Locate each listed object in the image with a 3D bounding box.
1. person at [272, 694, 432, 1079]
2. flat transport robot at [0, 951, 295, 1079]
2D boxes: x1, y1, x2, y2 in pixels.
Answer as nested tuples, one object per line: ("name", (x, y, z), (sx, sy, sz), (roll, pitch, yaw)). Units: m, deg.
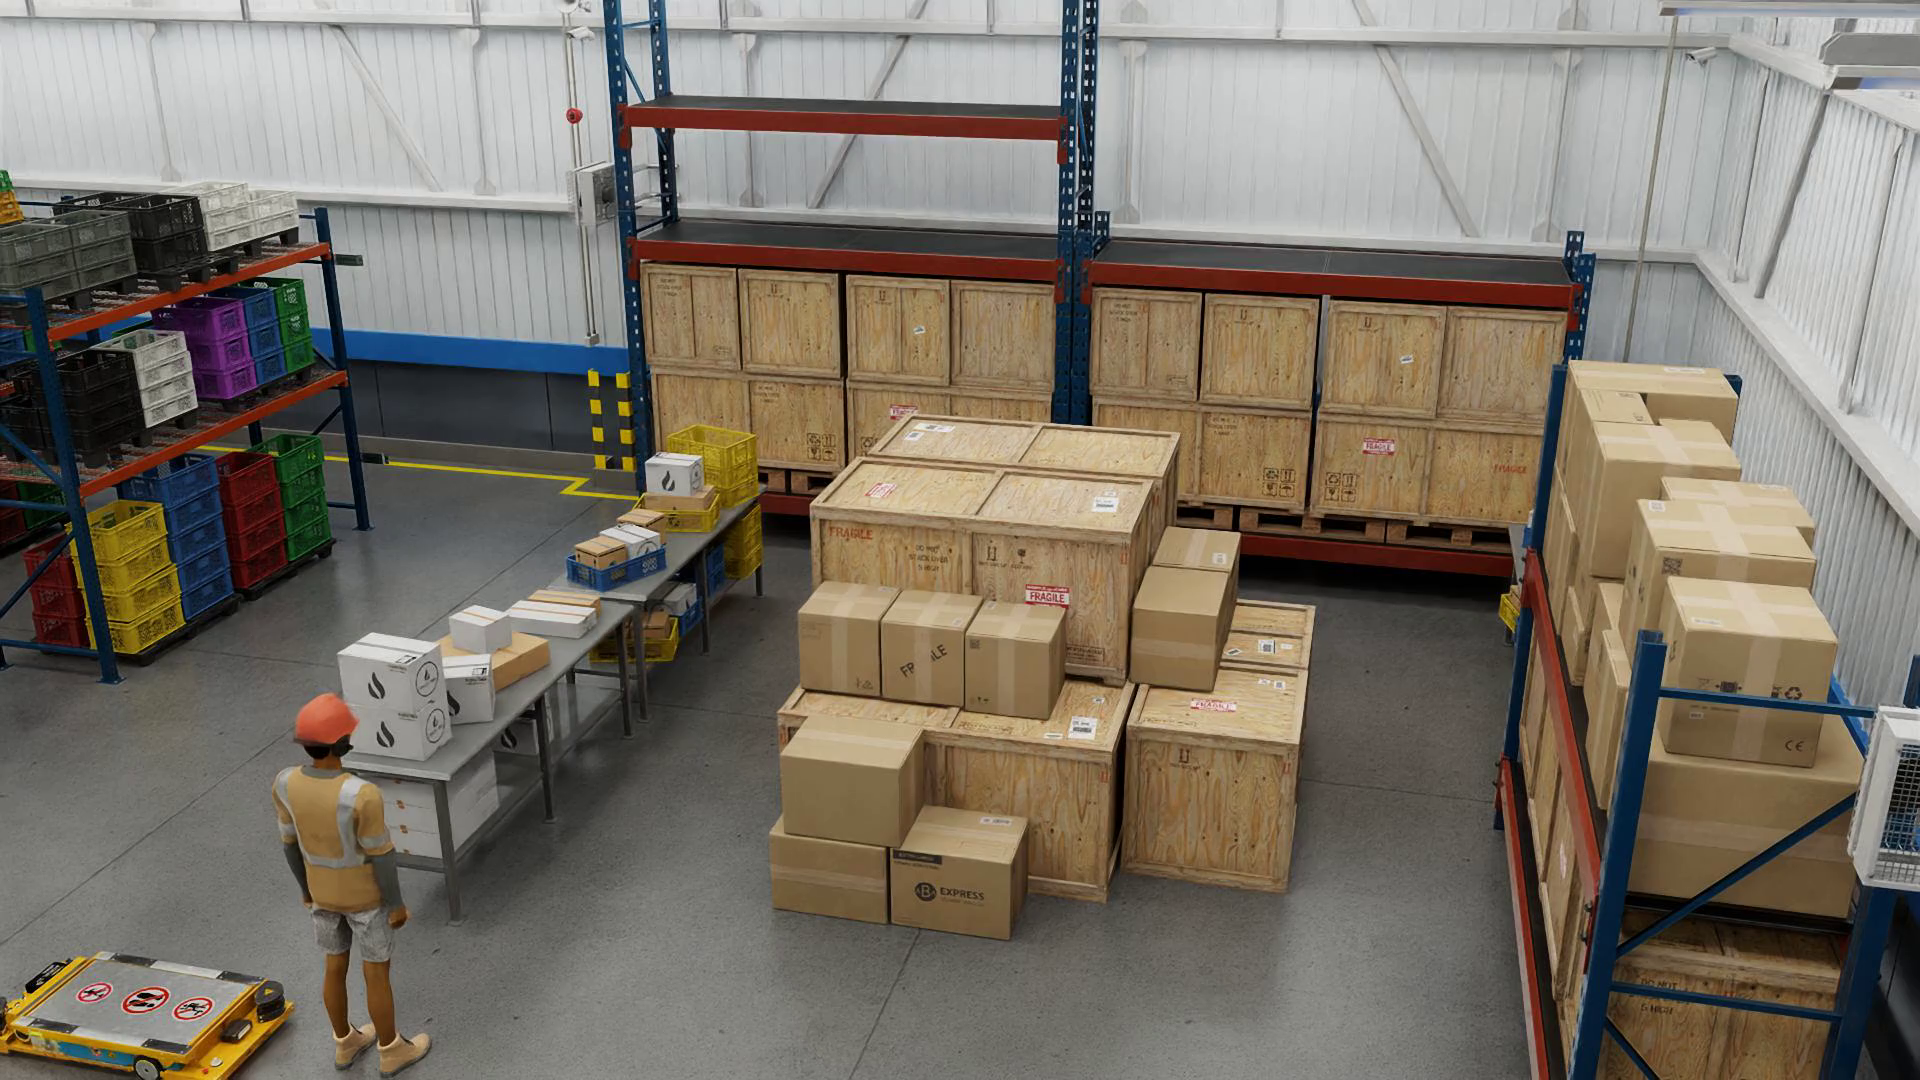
("person", (-2.979, 1.695, 8.124), (0.604, 2.048, 0.366), (7, 22, 17))
("flat transport robot", (-4.270, 2.464, 8.601), (1.431, 0.231, 0.659), (5, 22, 13))
